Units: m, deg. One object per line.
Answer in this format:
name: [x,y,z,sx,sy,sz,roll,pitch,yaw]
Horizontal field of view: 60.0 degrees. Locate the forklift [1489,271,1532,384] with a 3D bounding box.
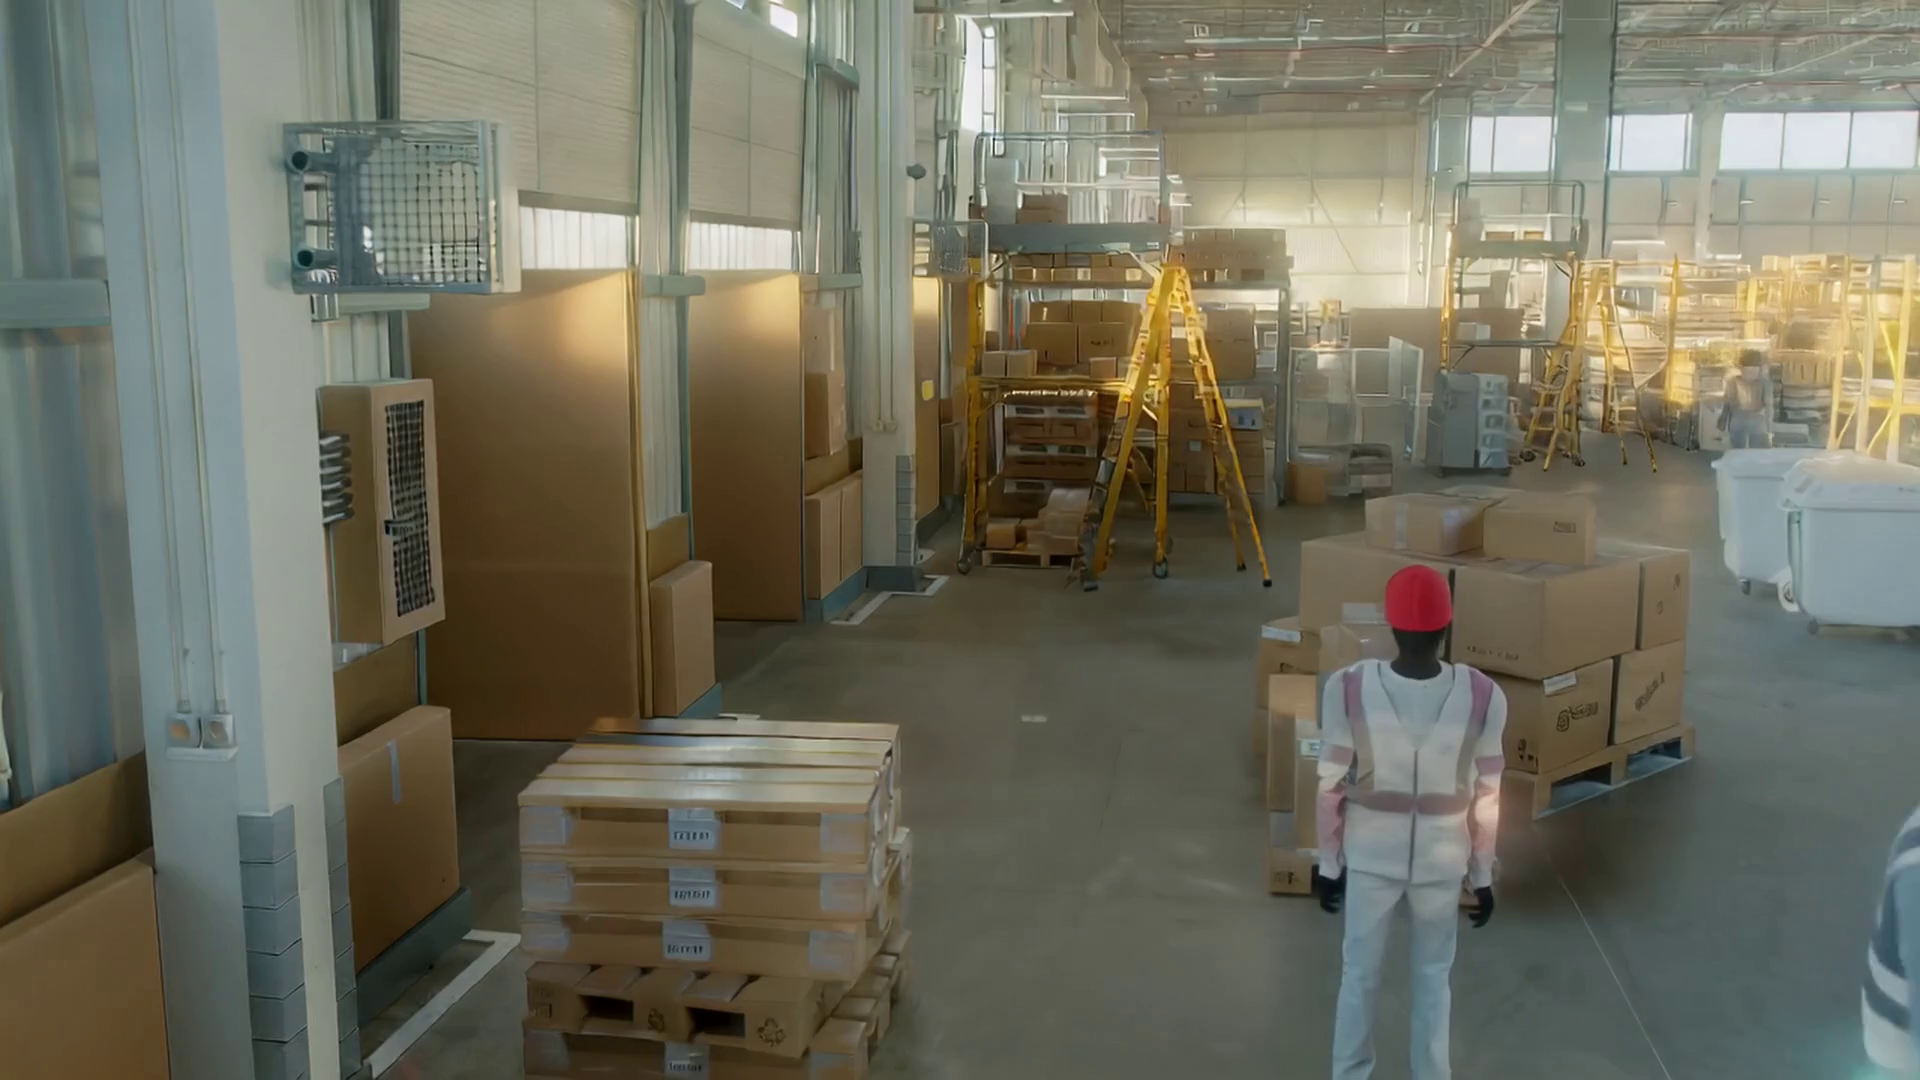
forklift: [13.422,-5.322,41.591,1.873,2.768,1.129,1,9,9]

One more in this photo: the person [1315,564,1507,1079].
person: [1.443,1.026,5.370,0.587,1.928,0.363,1,9,7]

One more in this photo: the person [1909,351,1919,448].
person: [15.512,-2.341,26.734,0.321,1.736,0.488,5,10,26]

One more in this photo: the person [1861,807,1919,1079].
person: [2.474,1.245,4.146,0.400,1.900,0.764,8,12,40]

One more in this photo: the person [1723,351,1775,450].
person: [9.599,-1.357,20.249,0.571,1.872,1.044,3,10,19]

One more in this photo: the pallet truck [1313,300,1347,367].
pallet truck: [11.159,-6.200,49.718,0.823,1.965,1.885,4,10,26]
